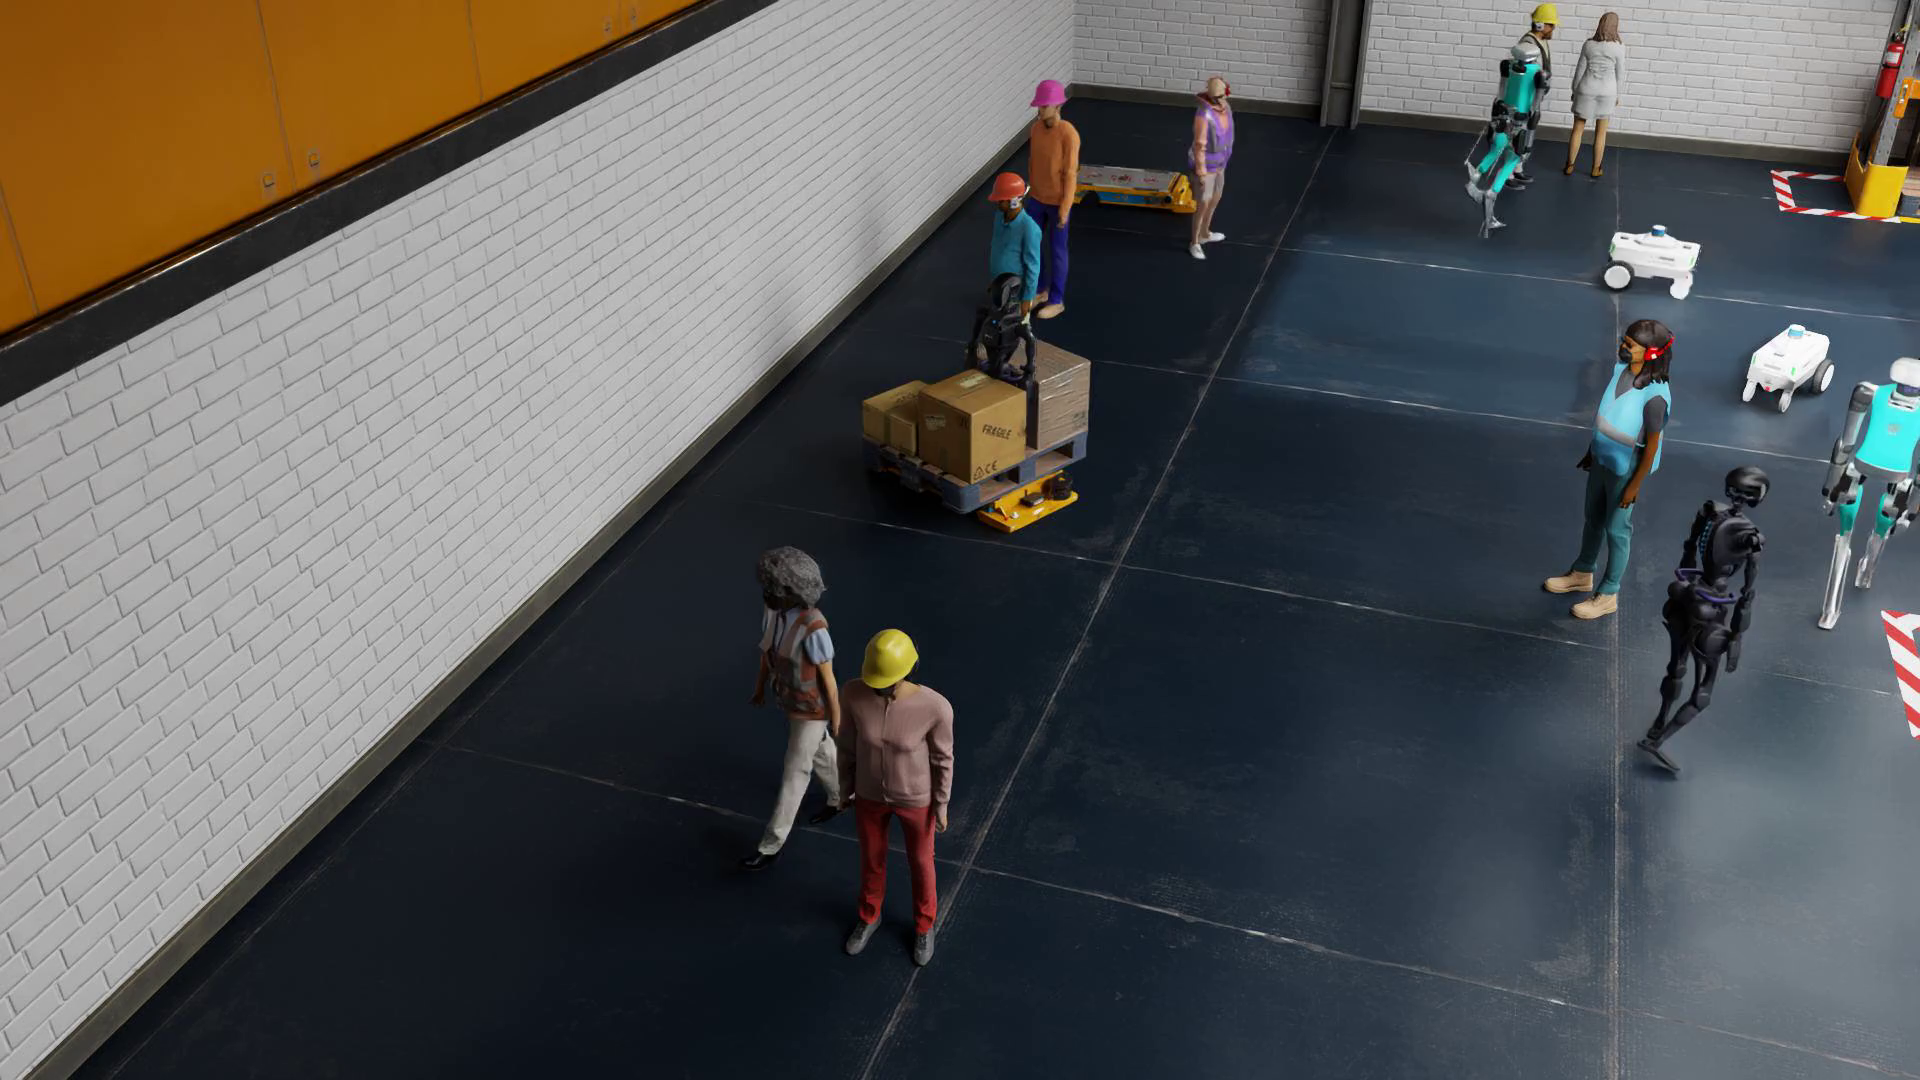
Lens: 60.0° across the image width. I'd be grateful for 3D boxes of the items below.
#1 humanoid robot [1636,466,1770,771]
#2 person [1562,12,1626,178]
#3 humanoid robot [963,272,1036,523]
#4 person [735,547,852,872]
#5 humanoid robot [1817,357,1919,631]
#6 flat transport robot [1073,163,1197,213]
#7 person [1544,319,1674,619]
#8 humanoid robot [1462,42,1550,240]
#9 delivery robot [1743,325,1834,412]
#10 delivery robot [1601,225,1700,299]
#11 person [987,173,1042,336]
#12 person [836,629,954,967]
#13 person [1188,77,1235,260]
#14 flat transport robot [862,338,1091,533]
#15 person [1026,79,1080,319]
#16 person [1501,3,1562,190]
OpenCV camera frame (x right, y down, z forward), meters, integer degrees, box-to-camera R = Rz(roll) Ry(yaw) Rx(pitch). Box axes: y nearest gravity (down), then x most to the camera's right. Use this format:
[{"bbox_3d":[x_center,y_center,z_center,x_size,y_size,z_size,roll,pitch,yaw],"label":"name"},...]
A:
[{"bbox_3d":[3.796,0.378,8.599,0.463,1.647,0.602,-6,31,-10],"label":"humanoid robot"},{"bbox_3d":[6.487,-4.539,16.972,0.484,1.659,0.339,13,33,20],"label":"person"},{"bbox_3d":[0.247,-0.973,10.907,0.600,1.637,0.610,25,39,36],"label":"humanoid robot"},{"bbox_3d":[-0.839,0.793,7.903,0.816,1.649,0.486,-21,36,-31],"label":"person"},{"bbox_3d":[5.410,-0.324,9.774,0.546,1.815,0.892,20,36,31],"label":"humanoid robot"},{"bbox_3d":[1.683,-3.500,16.580,1.431,0.231,0.659,8,31,14],"label":"flat transport robot"},{"bbox_3d":[3.858,-0.422,9.769,0.391,1.866,0.519,-7,31,-11],"label":"person"},{"bbox_3d":[4.967,-3.638,15.463,0.692,1.882,0.543,-16,34,-25],"label":"humanoid robot"},{"bbox_3d":[6.295,-1.343,12.637,0.499,0.603,0.794,26,39,37],"label":"delivery robot"},{"bbox_3d":[6.020,-2.448,14.505,0.783,0.592,0.499,14,33,23],"label":"delivery robot"},{"bbox_3d":[0.370,-1.889,12.380,0.335,1.744,0.560,-16,34,-25],"label":"person"},{"bbox_3d":[-0.289,1.122,7.247,0.523,1.760,0.325,8,31,13],"label":"person"},{"bbox_3d":[2.270,-3.365,14.976,0.407,1.657,0.644,23,38,34],"label":"person"},{"bbox_3d":[0.068,-0.476,11.435,0.659,0.231,1.431,-26,39,-37],"label":"flat transport robot"},{"bbox_3d":[0.743,-2.802,13.707,0.524,1.980,0.397,24,38,35],"label":"person"},{"bbox_3d":[5.683,-4.445,16.654,0.404,1.822,0.594,18,35,27],"label":"person"}]
